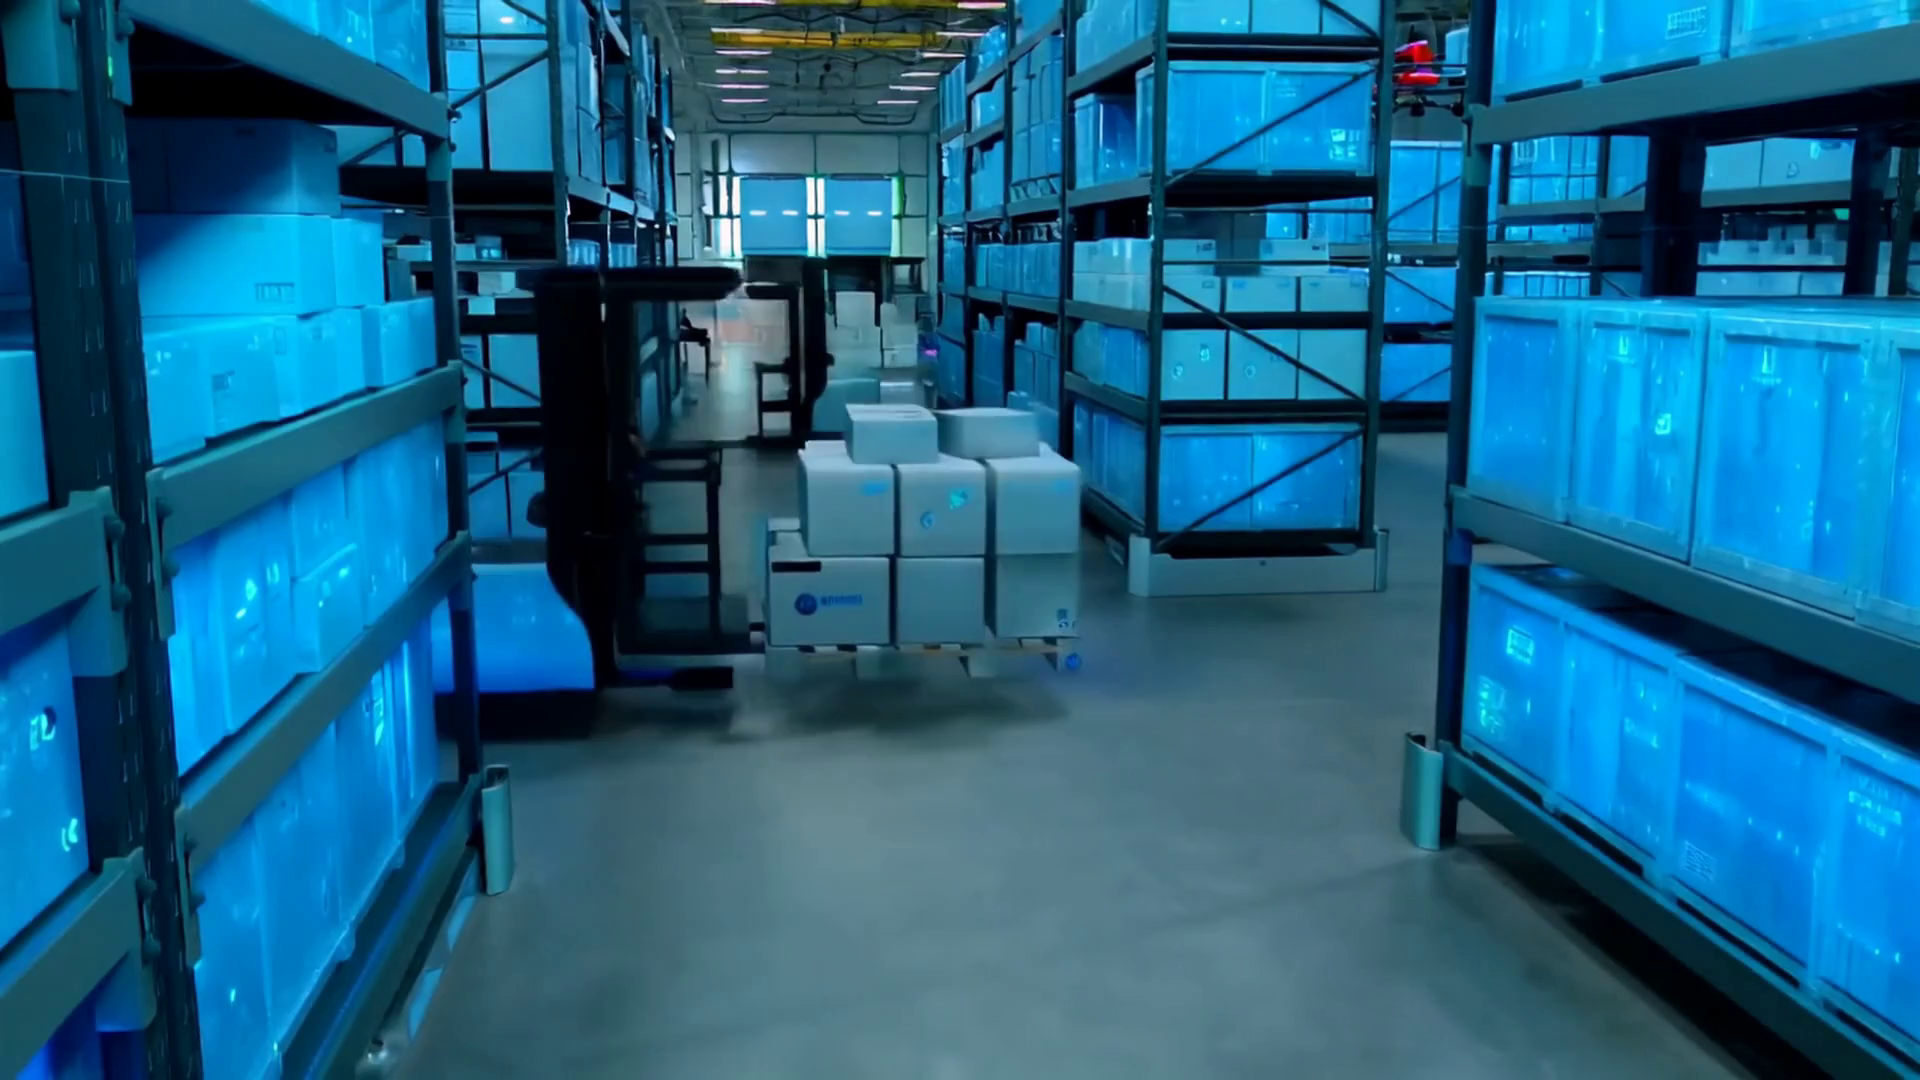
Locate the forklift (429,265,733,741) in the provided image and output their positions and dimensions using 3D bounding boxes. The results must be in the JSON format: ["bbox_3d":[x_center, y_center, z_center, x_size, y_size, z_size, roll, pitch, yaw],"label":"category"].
[{"bbox_3d":[-2.369,-0.282,10.207,1.873,2.768,1.129,-1,10,-8],"label":"forklift"}]

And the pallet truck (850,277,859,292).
[{"bbox_3d":[-3.782,-9.391,65.808,1.885,1.965,0.823,2,10,10],"label":"pallet truck"}]

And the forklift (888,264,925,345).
[{"bbox_3d":[-1.879,-7.661,53.164,1.129,2.768,1.873,-2,10,-14],"label":"forklift"}]

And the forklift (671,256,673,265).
[{"bbox_3d":[-10.987,-9.066,61.344,1.129,2.768,1.873,-1,10,-7],"label":"forklift"}]

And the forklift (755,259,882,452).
[{"bbox_3d":[-2.114,-2.746,24.551,1.873,2.768,1.129,-1,10,-7],"label":"forklift"}]
